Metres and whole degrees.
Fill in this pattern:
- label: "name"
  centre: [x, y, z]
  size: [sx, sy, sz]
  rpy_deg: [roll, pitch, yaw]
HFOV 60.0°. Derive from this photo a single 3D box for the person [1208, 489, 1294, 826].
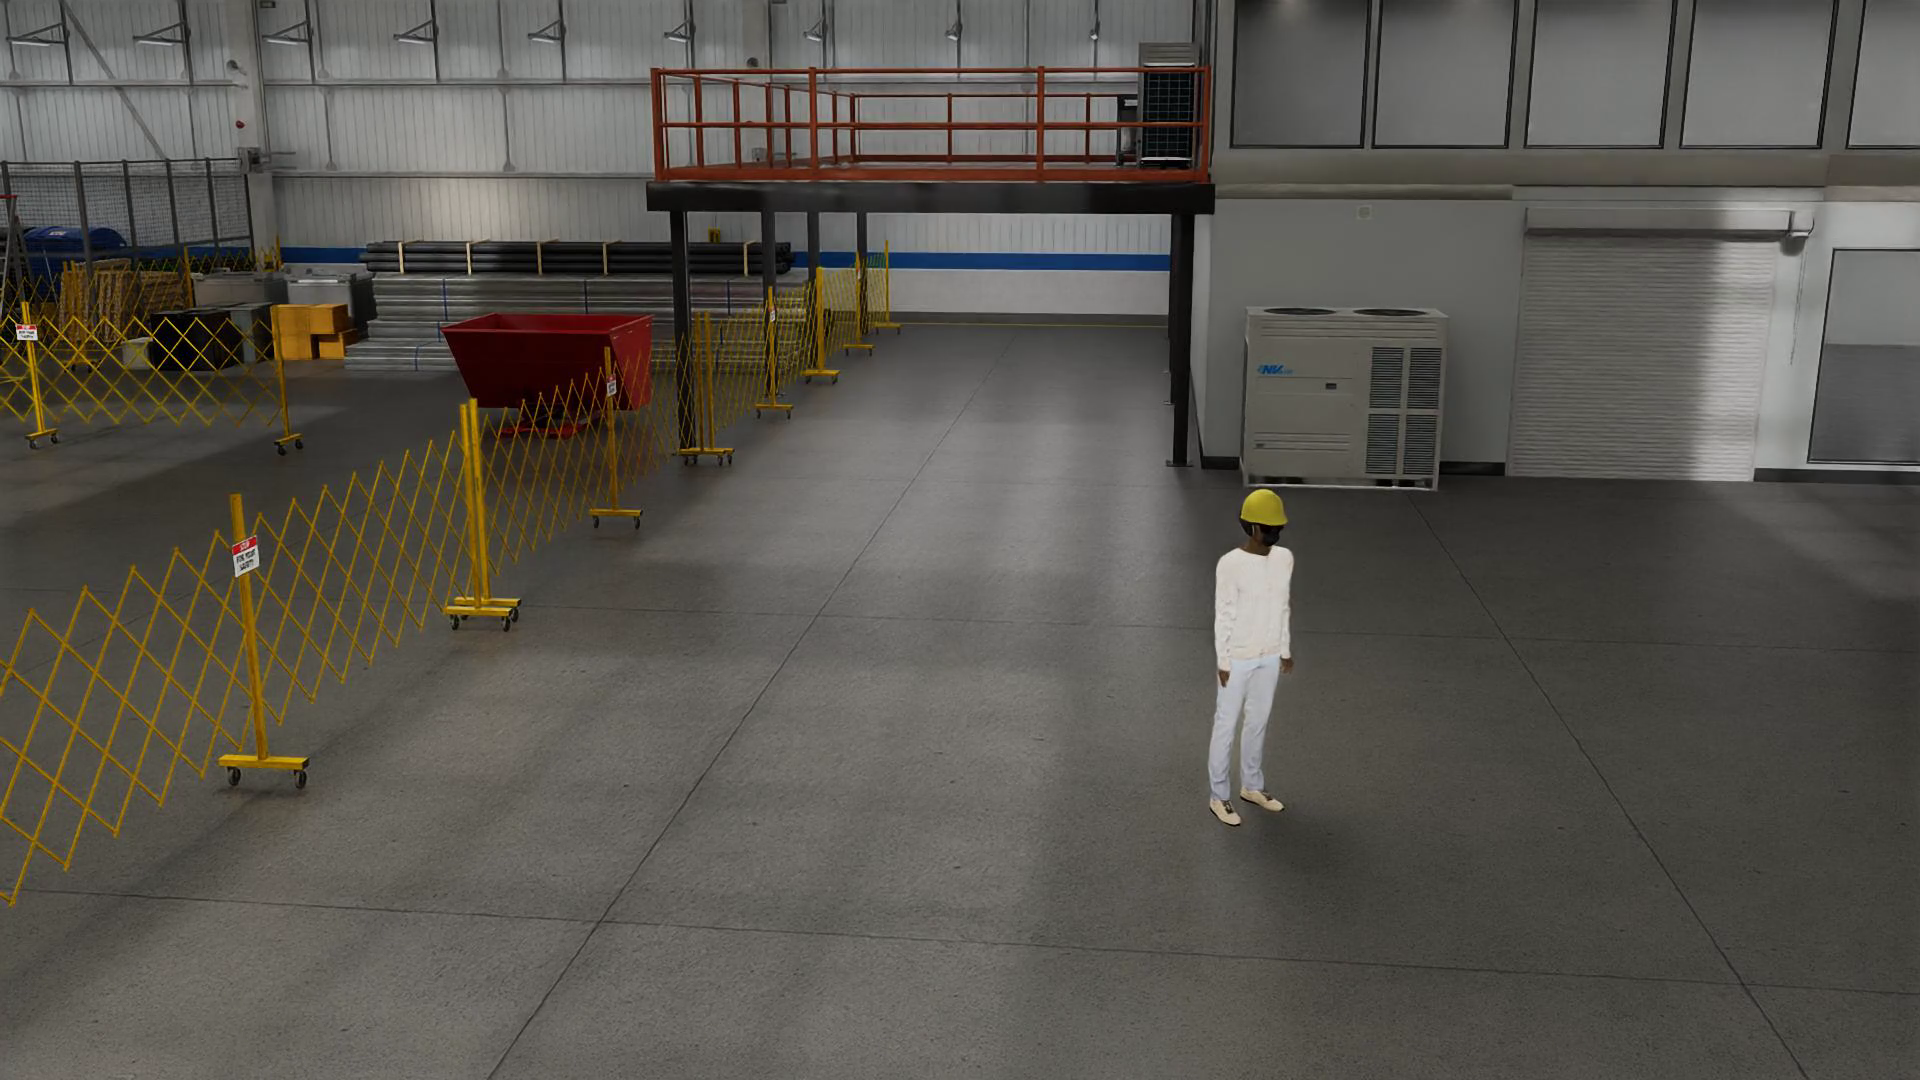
- label: "person"
  centre: [1.534, 0.598, 8.665]
  size: [0.523, 1.769, 0.322]
  rpy_deg: [-9, 16, -33]
